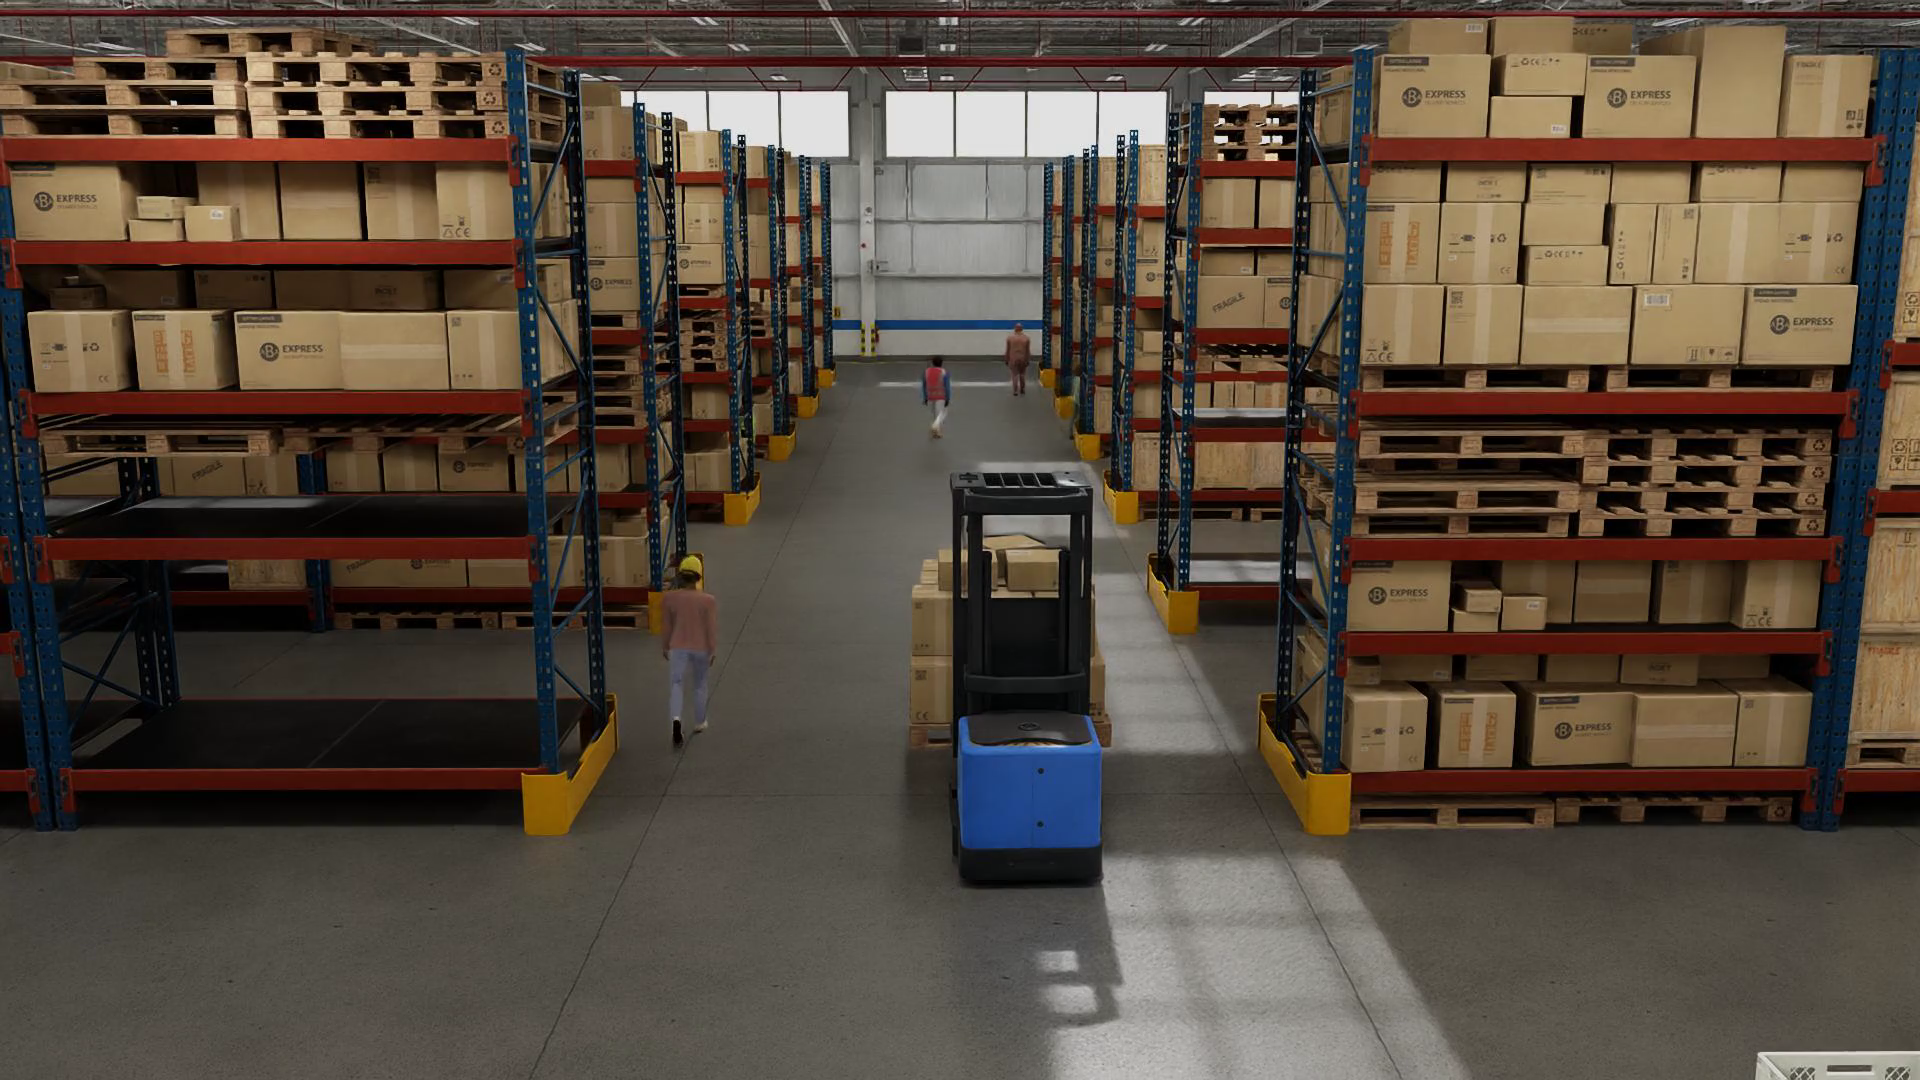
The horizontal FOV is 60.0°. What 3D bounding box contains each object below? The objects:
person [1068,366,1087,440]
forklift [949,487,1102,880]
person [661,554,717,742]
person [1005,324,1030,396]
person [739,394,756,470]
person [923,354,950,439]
[{"bbox_3d":[2.656,-2.932,35.394,0.766,1.600,0.527,-3,12,-13],"label":"person"},{"bbox_3d":[0.495,0.986,12.813,1.129,2.768,1.873,0,11,-2],"label":"forklift"},{"bbox_3d":[-2.534,1.013,15.510,0.526,1.751,0.690,0,11,-2],"label":"person"},{"bbox_3d":[1.513,-4.766,43.864,0.646,1.863,0.965,-1,11,-4],"label":"person"},{"bbox_3d":[-3.728,-1.719,29.164,0.319,1.697,0.532,2,12,11],"label":"person"},{"bbox_3d":[-0.507,-3.024,35.326,0.631,1.829,0.581,6,13,28],"label":"person"}]
